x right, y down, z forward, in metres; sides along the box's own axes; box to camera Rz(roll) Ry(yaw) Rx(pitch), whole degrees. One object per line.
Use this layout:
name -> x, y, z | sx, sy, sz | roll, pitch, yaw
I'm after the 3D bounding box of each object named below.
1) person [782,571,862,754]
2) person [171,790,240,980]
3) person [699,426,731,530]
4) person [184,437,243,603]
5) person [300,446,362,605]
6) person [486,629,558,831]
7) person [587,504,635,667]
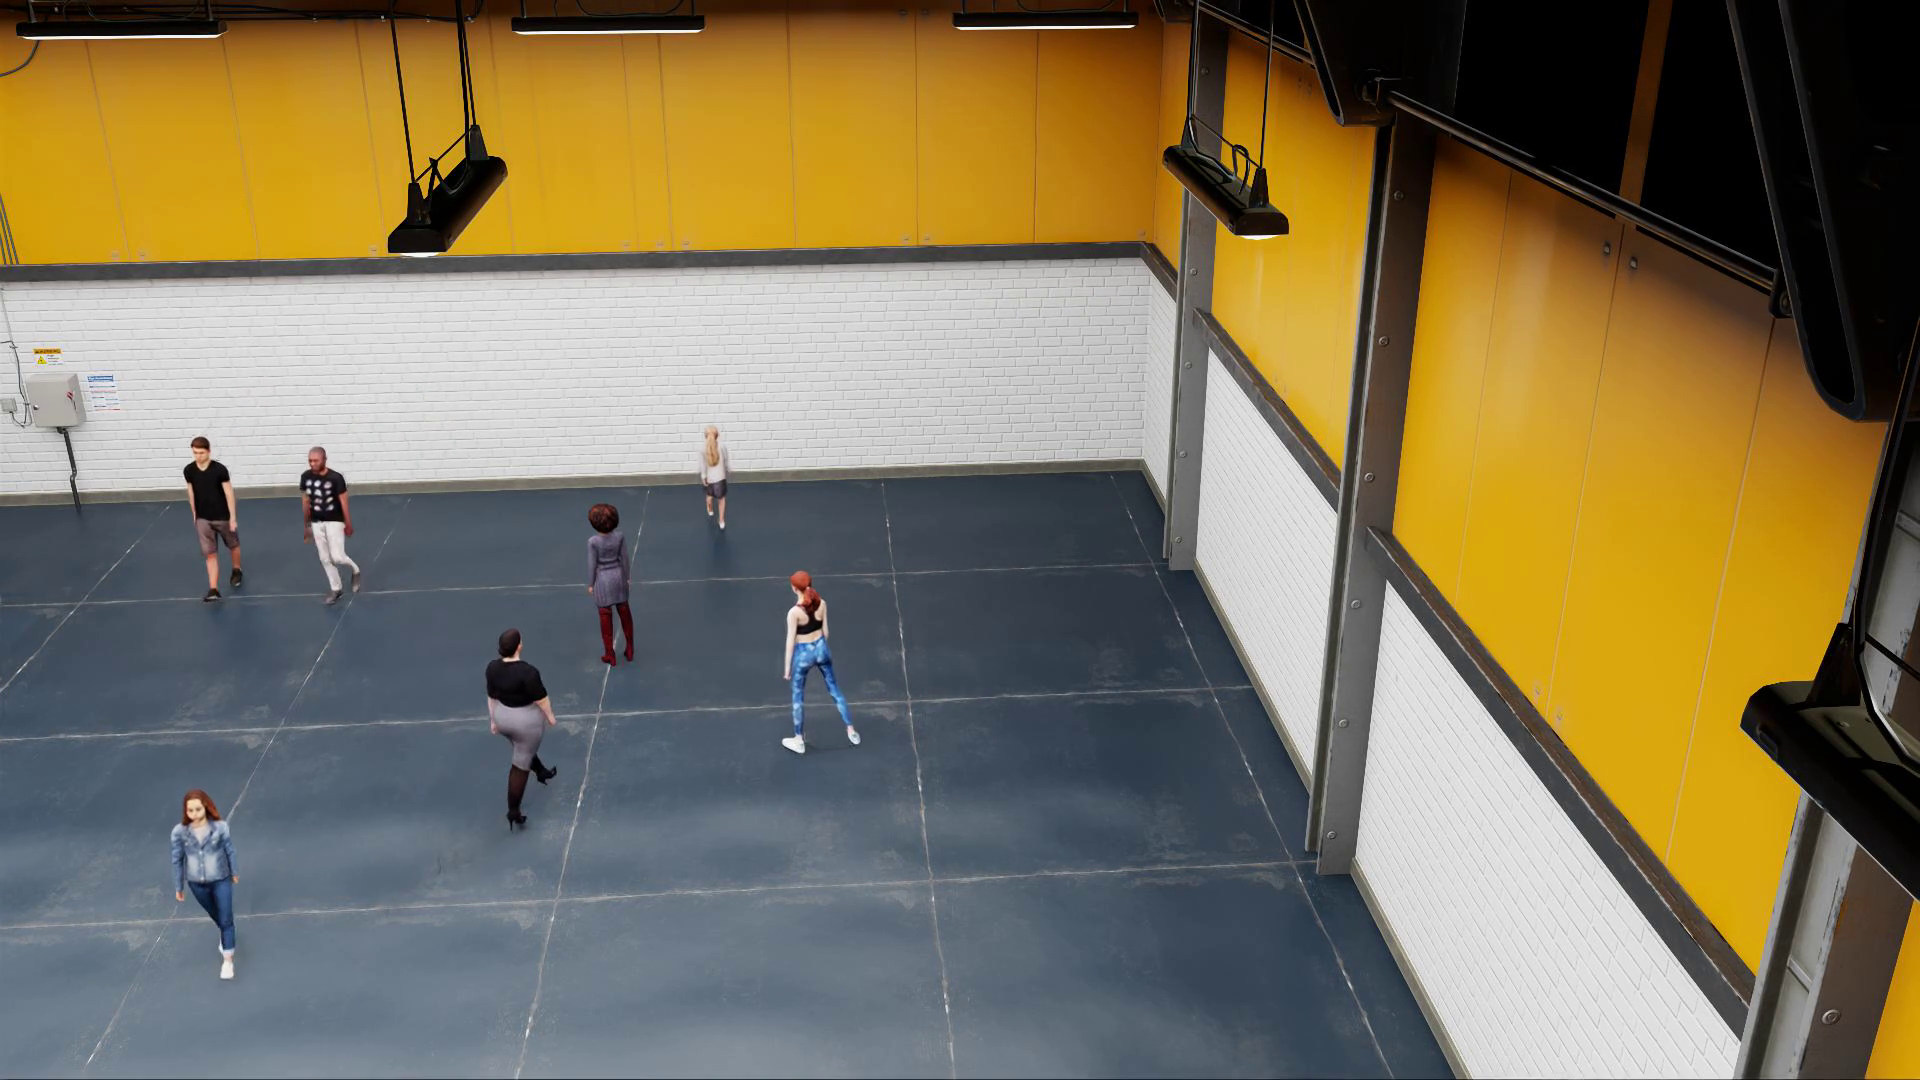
person -> -1.378, 1.115, 15.114 | 0.982, 1.773, 0.975 | -15, 28, -30
person -> -5.585, 2.484, 12.388 | 0.643, 1.447, 0.973 | -5, 24, -11
person -> -2.935, -0.746, 20.029 | 0.543, 1.245, 0.848 | -4, 24, -9
person -> -8.136, -0.285, 18.267 | 0.682, 1.813, 1.158 | -2, 24, -4
person -> -6.826, -0.201, 18.100 | 0.755, 1.792, 0.816 | 4, 24, 10
person -> -3.762, 1.627, 14.021 | 1.005, 1.709, 1.215 | 10, 25, 21
person -> -3.519, 0.442, 16.731 | 0.666, 1.710, 0.657 | -14, 27, -29
